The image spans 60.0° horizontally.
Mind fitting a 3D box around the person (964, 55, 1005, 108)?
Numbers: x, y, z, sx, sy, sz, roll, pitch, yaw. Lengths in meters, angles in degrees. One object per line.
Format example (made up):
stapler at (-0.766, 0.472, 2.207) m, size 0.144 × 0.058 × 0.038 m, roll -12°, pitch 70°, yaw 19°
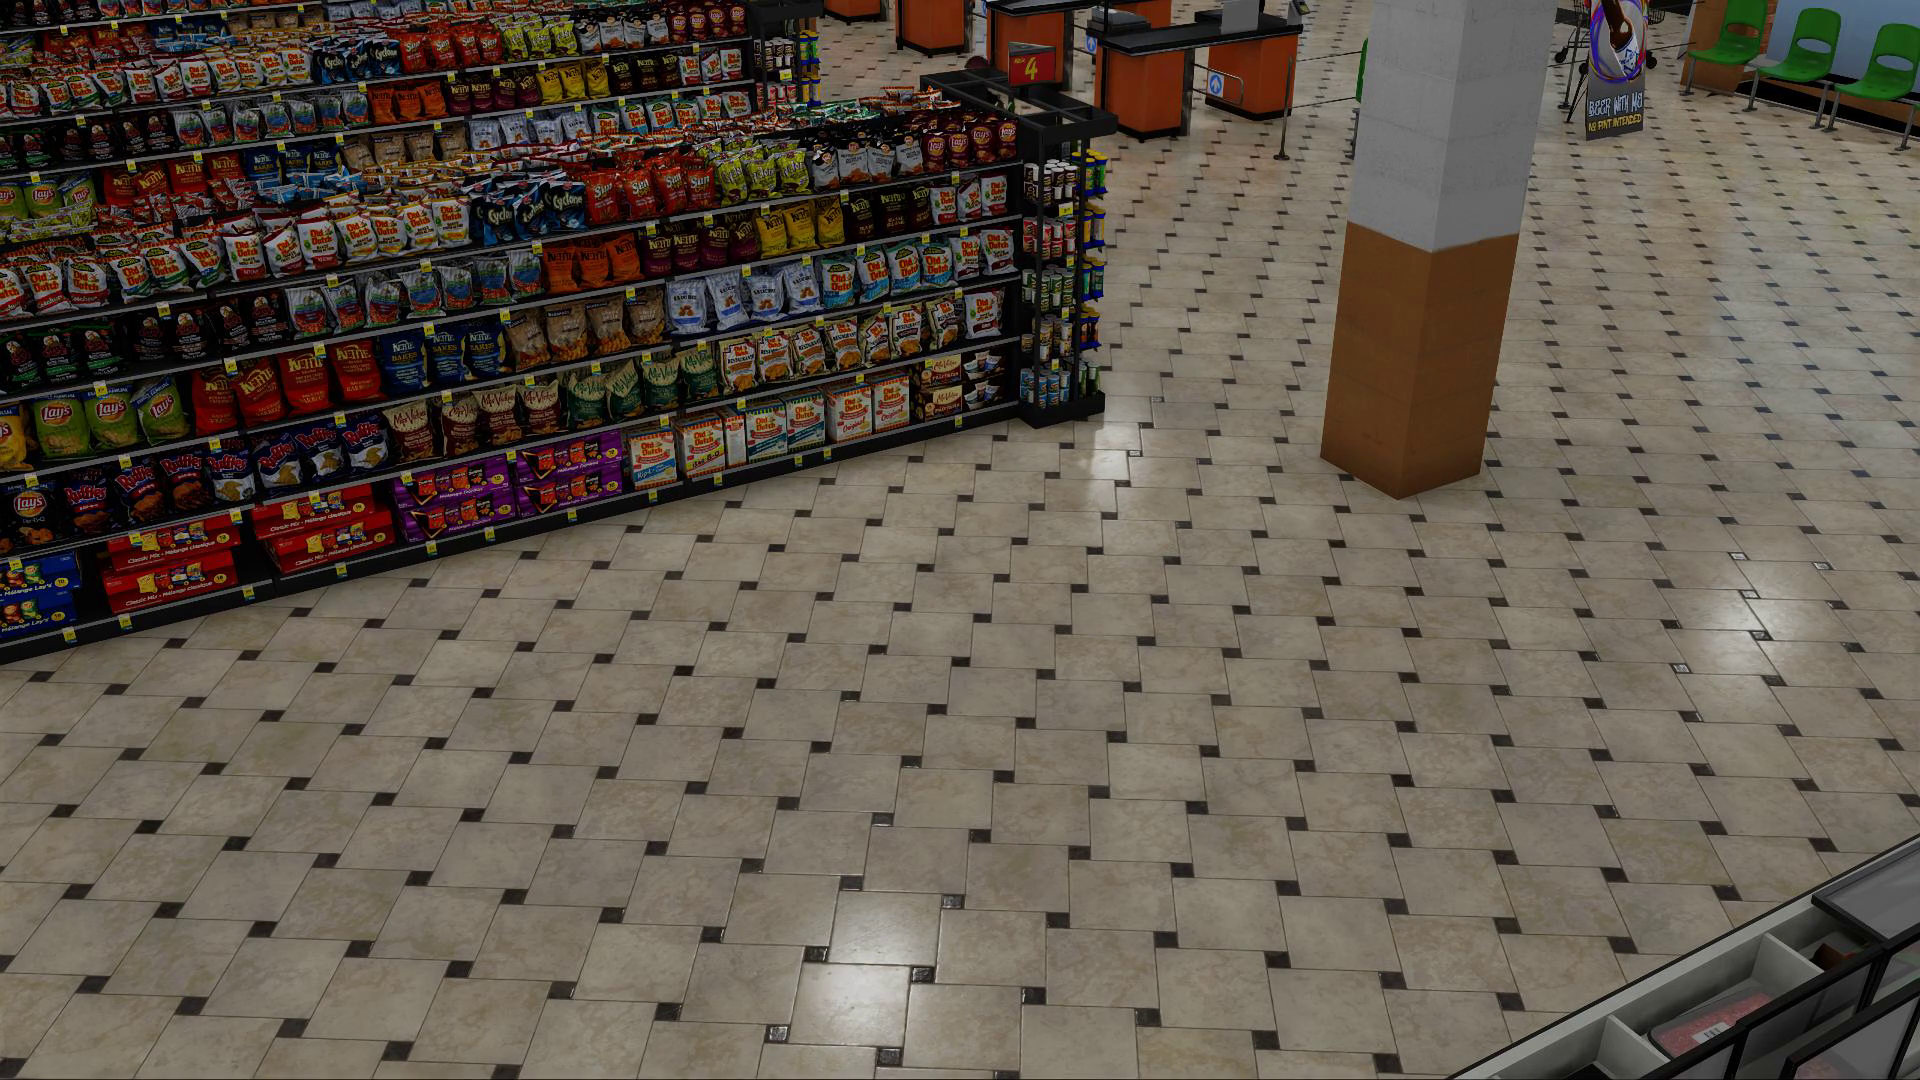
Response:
person at (0.211, -2.872, 12.981) m, size 0.959 × 1.804 × 0.720 m, roll -17°, pitch 33°, yaw -28°
